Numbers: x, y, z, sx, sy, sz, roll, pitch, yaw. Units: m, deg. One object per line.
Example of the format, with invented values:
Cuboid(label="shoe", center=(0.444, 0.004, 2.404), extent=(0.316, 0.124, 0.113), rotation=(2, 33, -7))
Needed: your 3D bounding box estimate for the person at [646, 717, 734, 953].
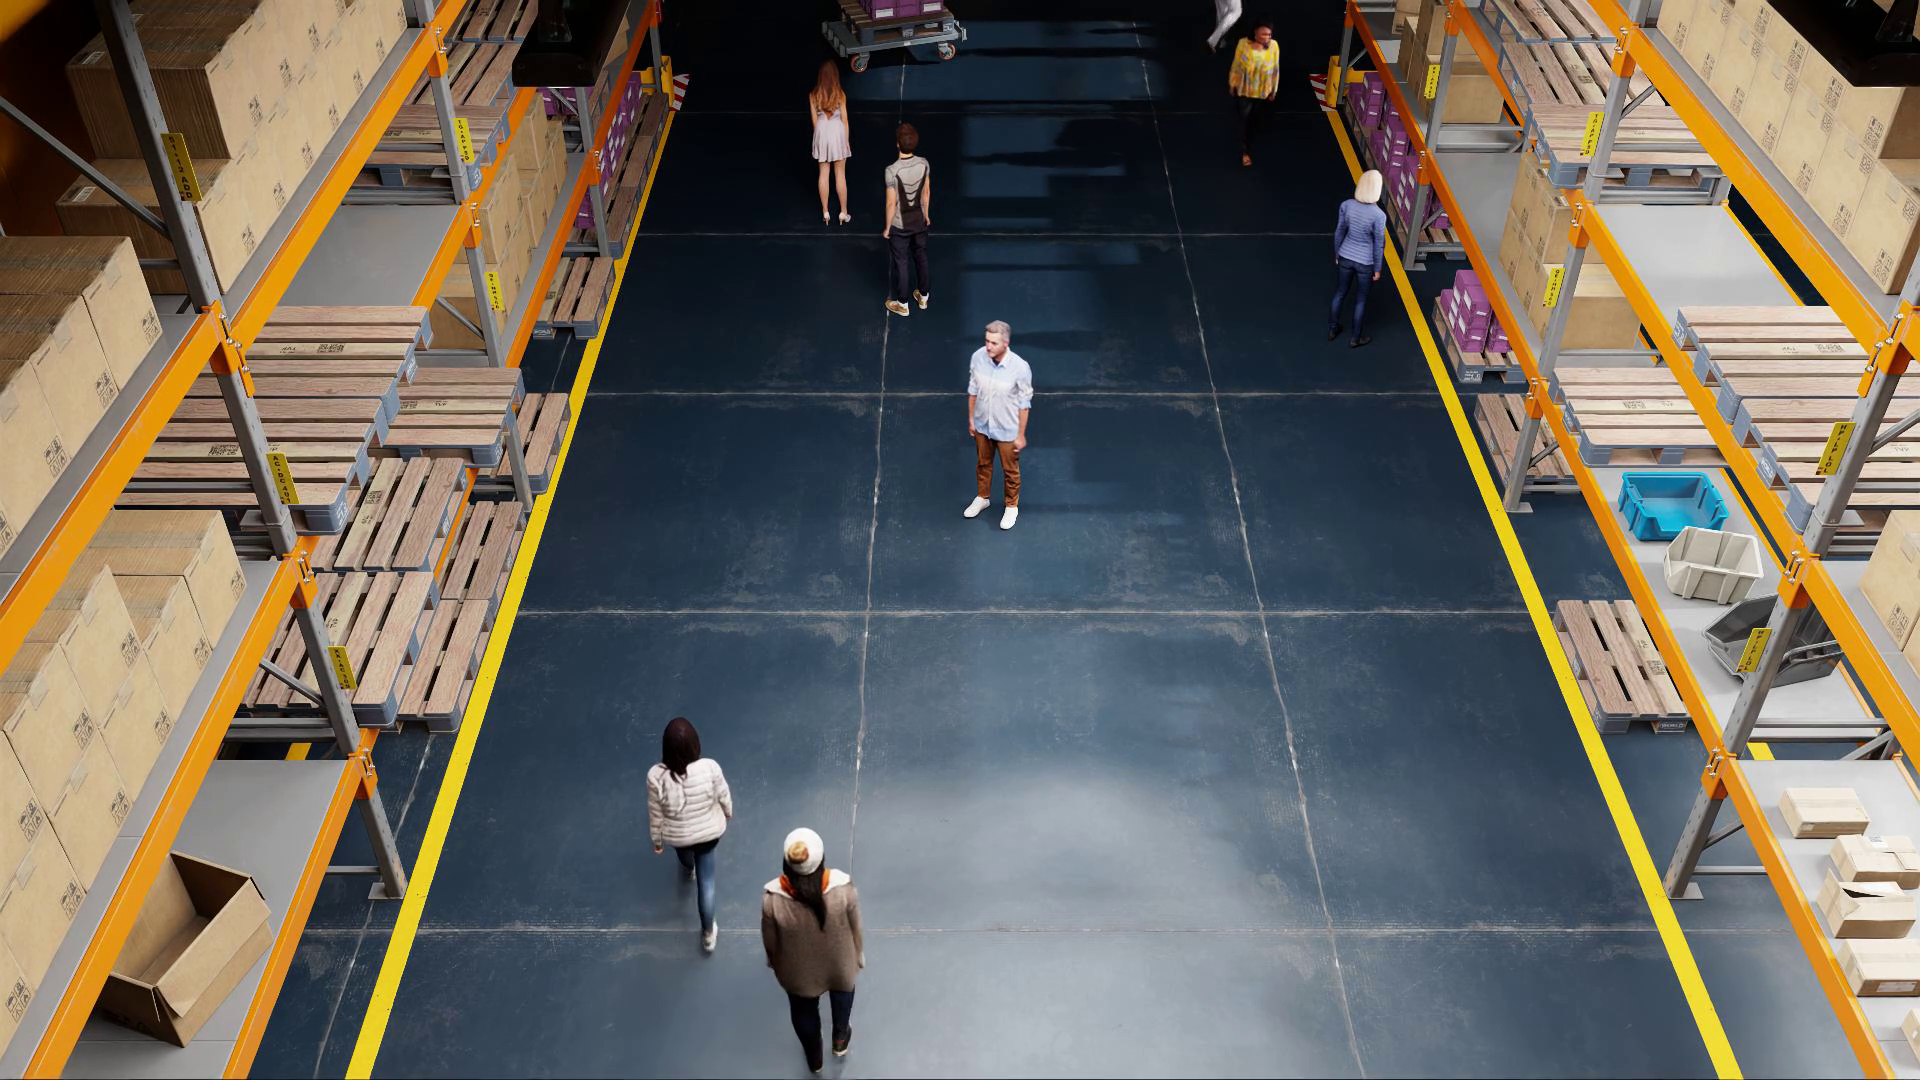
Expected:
Cuboid(label="person", center=(-1.585, 1.765, 9.868), extent=(0.727, 1.595, 1.100), rotation=(-4, 39, -5))

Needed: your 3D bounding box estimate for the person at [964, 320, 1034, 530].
Cuboid(label="person", center=(0.296, -0.931, 13.058), extent=(0.771, 1.827, 0.747), rotation=(18, 42, 21))

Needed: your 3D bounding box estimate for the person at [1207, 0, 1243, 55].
Cuboid(label="person", center=(3.266, -6.856, 20.530), extent=(0.927, 1.761, 1.007), rotation=(27, 46, 30))

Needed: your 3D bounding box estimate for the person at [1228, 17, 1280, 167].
Cuboid(label="person", center=(3.217, -4.979, 18.305), extent=(0.727, 1.603, 1.034), rotation=(-2, 39, -3))

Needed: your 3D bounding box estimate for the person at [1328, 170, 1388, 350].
Cuboid(label="person", center=(3.630, -2.567, 15.171), extent=(0.720, 1.745, 0.765), rotation=(29, 47, 31))

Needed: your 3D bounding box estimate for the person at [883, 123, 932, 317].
Cuboid(label="person", center=(-0.484, -2.997, 15.590), extent=(0.730, 1.896, 0.744), rotation=(-22, 43, -25))

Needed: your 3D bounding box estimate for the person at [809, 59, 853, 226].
Cuboid(label="person", center=(-1.321, -4.056, 17.017), extent=(0.583, 1.770, 0.601), rotation=(4, 39, 5))

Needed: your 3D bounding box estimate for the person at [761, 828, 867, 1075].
Cuboid(label="person", center=(-0.779, 2.287, 8.985), extent=(0.744, 1.881, 0.695), rotation=(-5, 39, -6))
